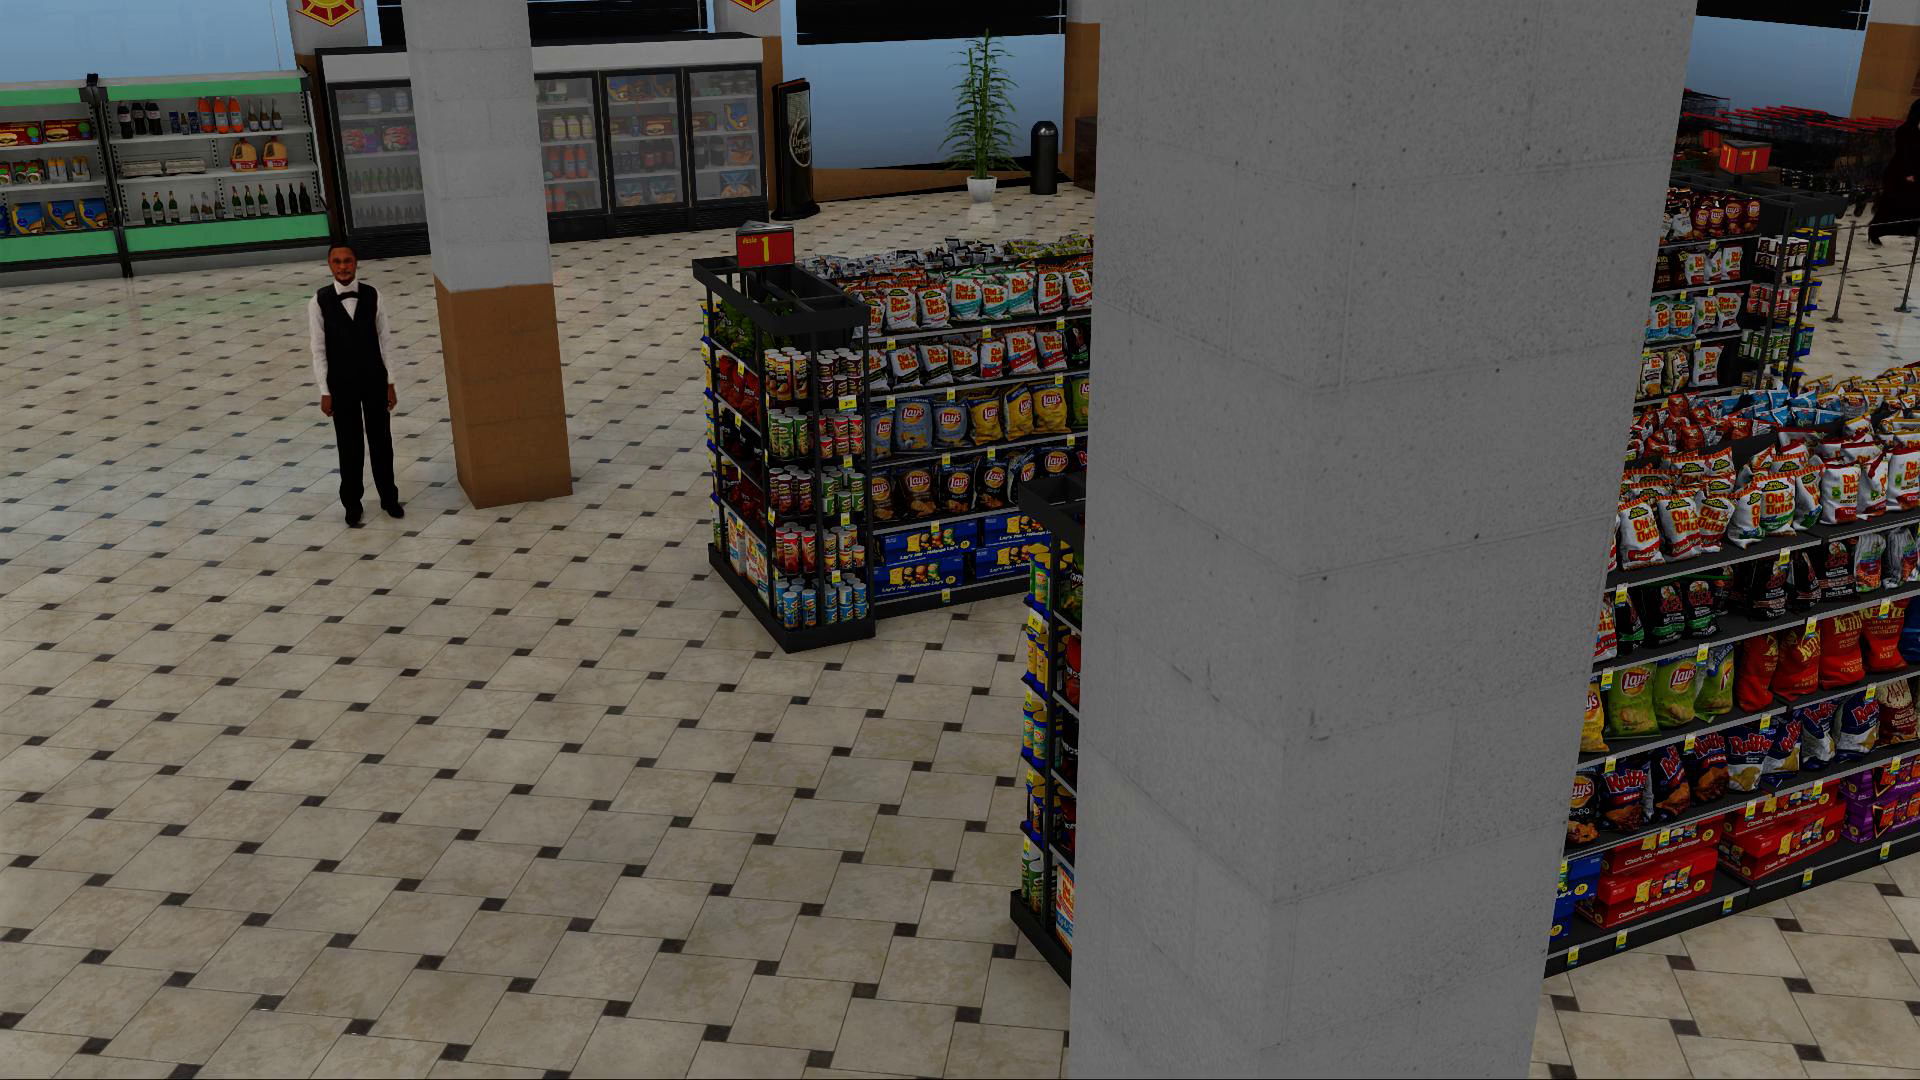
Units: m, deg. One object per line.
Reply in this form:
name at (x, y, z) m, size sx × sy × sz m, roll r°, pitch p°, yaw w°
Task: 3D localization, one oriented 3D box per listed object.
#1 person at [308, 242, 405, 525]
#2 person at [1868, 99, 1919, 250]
person at (-4.105, -1.076, 11.328) m, size 0.513 × 1.919 × 0.743 m, roll -11°, pitch 24°, yaw -25°
person at (11.081, -4.307, 19.629) m, size 0.942 × 1.725 × 0.733 m, roll -11°, pitch 24°, yaw -26°
